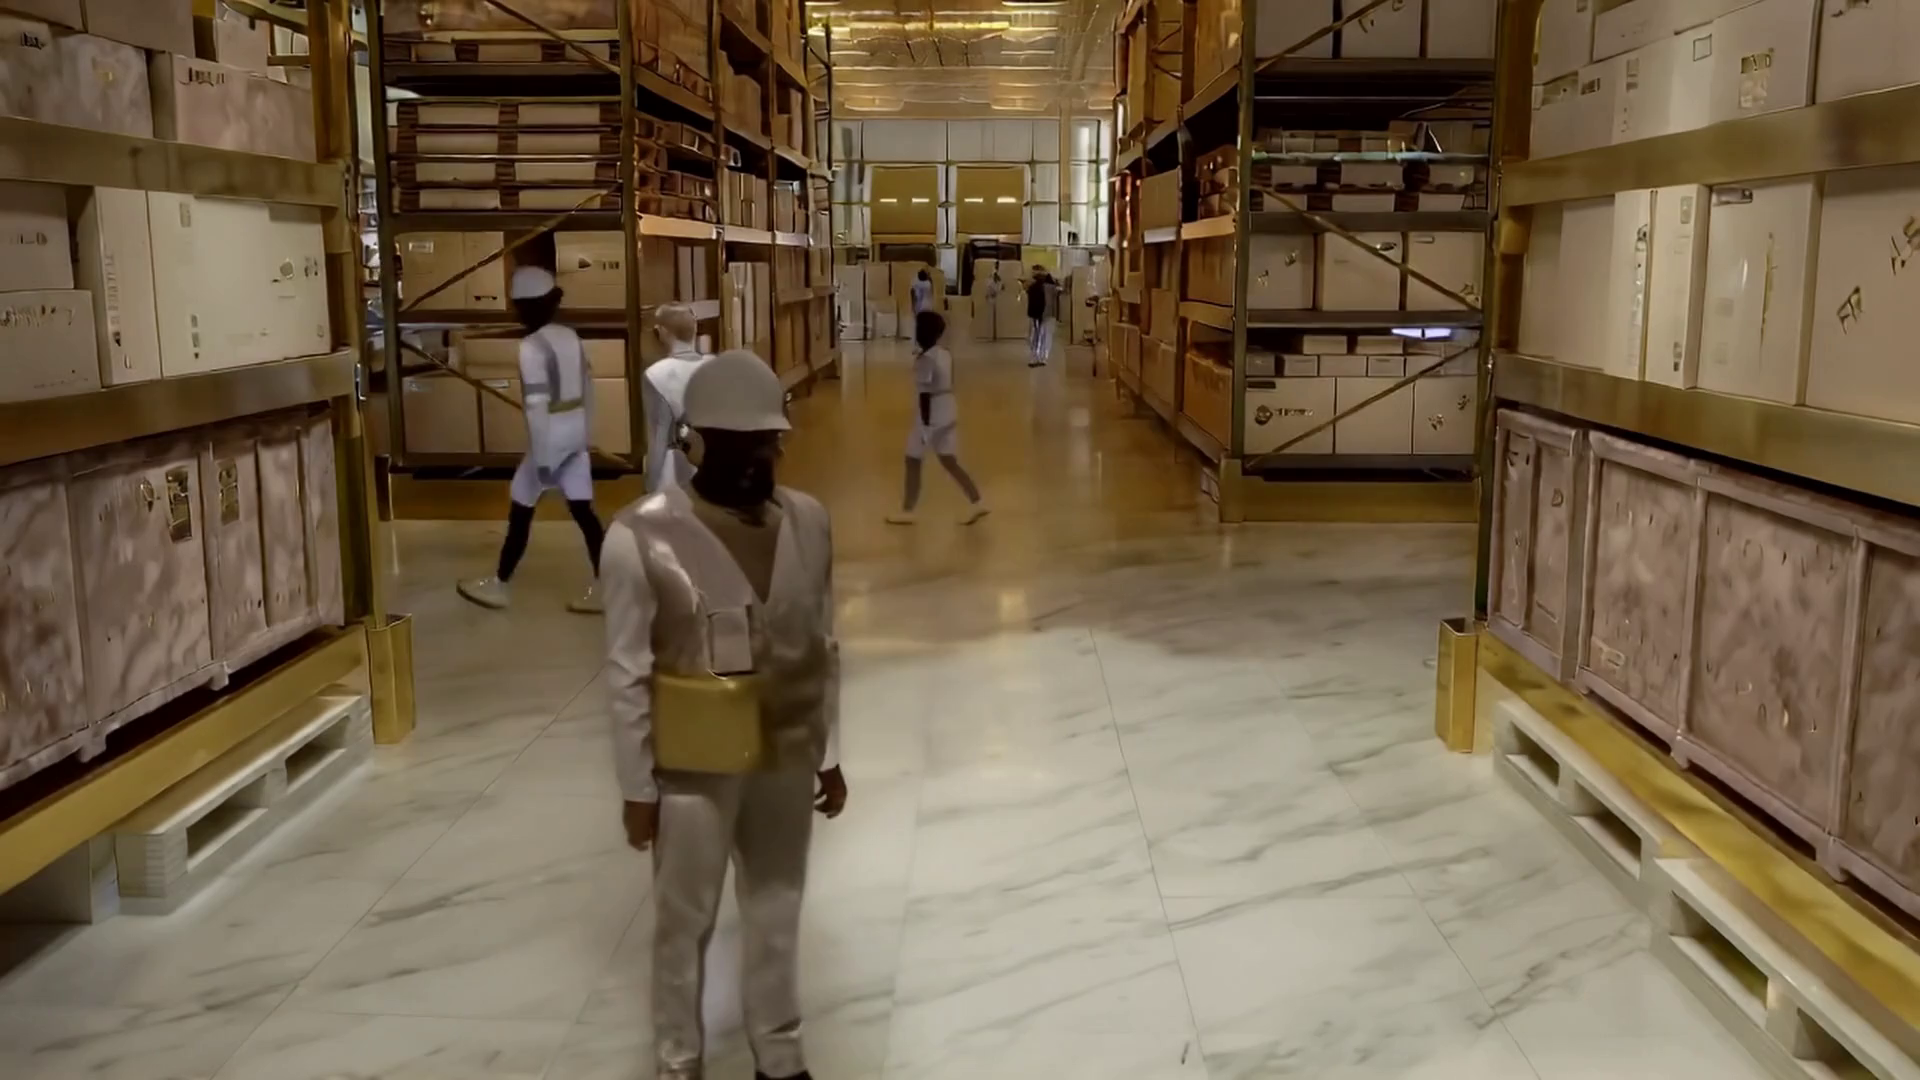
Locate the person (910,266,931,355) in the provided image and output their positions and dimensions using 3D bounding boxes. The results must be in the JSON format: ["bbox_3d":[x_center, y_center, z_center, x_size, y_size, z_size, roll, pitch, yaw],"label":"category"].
[{"bbox_3d":[-0.838,-5.025,36.481,0.370,1.939,0.631,7,12,37],"label":"person"}]

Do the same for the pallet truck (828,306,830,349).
[{"bbox_3d":[-3.100,-3.940,29.800,1.885,1.965,0.823,3,10,19],"label":"pallet truck"}]

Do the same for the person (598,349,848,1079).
[{"bbox_3d":[-0.507,0.488,3.768,0.589,1.834,0.404,-7,12,-37],"label":"person"}]

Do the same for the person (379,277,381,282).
[{"bbox_3d":[-21.701,-9.463,63.095,0.589,1.928,0.384,-5,11,-27],"label":"person"}]

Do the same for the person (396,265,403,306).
[{"bbox_3d":[-19.798,-8.691,58.130,0.696,2.000,0.813,-1,9,-3],"label":"person"}]

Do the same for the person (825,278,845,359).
[{"bbox_3d":[-2.634,-4.631,34.842,0.315,1.696,0.541,-8,12,-40],"label":"person"}]

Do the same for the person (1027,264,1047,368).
[{"bbox_3d":[1.496,-4.314,32.052,0.395,1.994,0.612,4,10,21],"label":"person"}]

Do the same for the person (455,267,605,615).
[{"bbox_3d":[-2.436,-0.552,9.537,1.033,1.988,0.617,3,10,19],"label":"person"}]

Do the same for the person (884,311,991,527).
[{"bbox_3d":[-0.154,-0.915,12.682,0.825,1.664,0.536,4,10,25],"label":"person"}]

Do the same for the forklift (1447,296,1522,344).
[{"bbox_3d":[10.395,-4.792,32.265,1.873,2.768,1.129,-9,13,-43],"label":"forklift"}]

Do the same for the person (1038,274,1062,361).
[{"bbox_3d":[1.786,-4.588,34.330,0.631,1.802,0.979,0,9,1],"label":"person"}]

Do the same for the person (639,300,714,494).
[{"bbox_3d":[-1.343,-0.259,8.230,0.388,1.837,0.564,7,12,35],"label":"person"}]

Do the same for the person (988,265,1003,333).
[{"bbox_3d":[1.028,-6.887,47.629,0.371,1.939,0.629,-5,11,-29],"label":"person"}]

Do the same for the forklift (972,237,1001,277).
[{"bbox_3d":[0.848,-8.379,53.752,1.129,2.768,1.873,0,9,1],"label":"forklift"}]
